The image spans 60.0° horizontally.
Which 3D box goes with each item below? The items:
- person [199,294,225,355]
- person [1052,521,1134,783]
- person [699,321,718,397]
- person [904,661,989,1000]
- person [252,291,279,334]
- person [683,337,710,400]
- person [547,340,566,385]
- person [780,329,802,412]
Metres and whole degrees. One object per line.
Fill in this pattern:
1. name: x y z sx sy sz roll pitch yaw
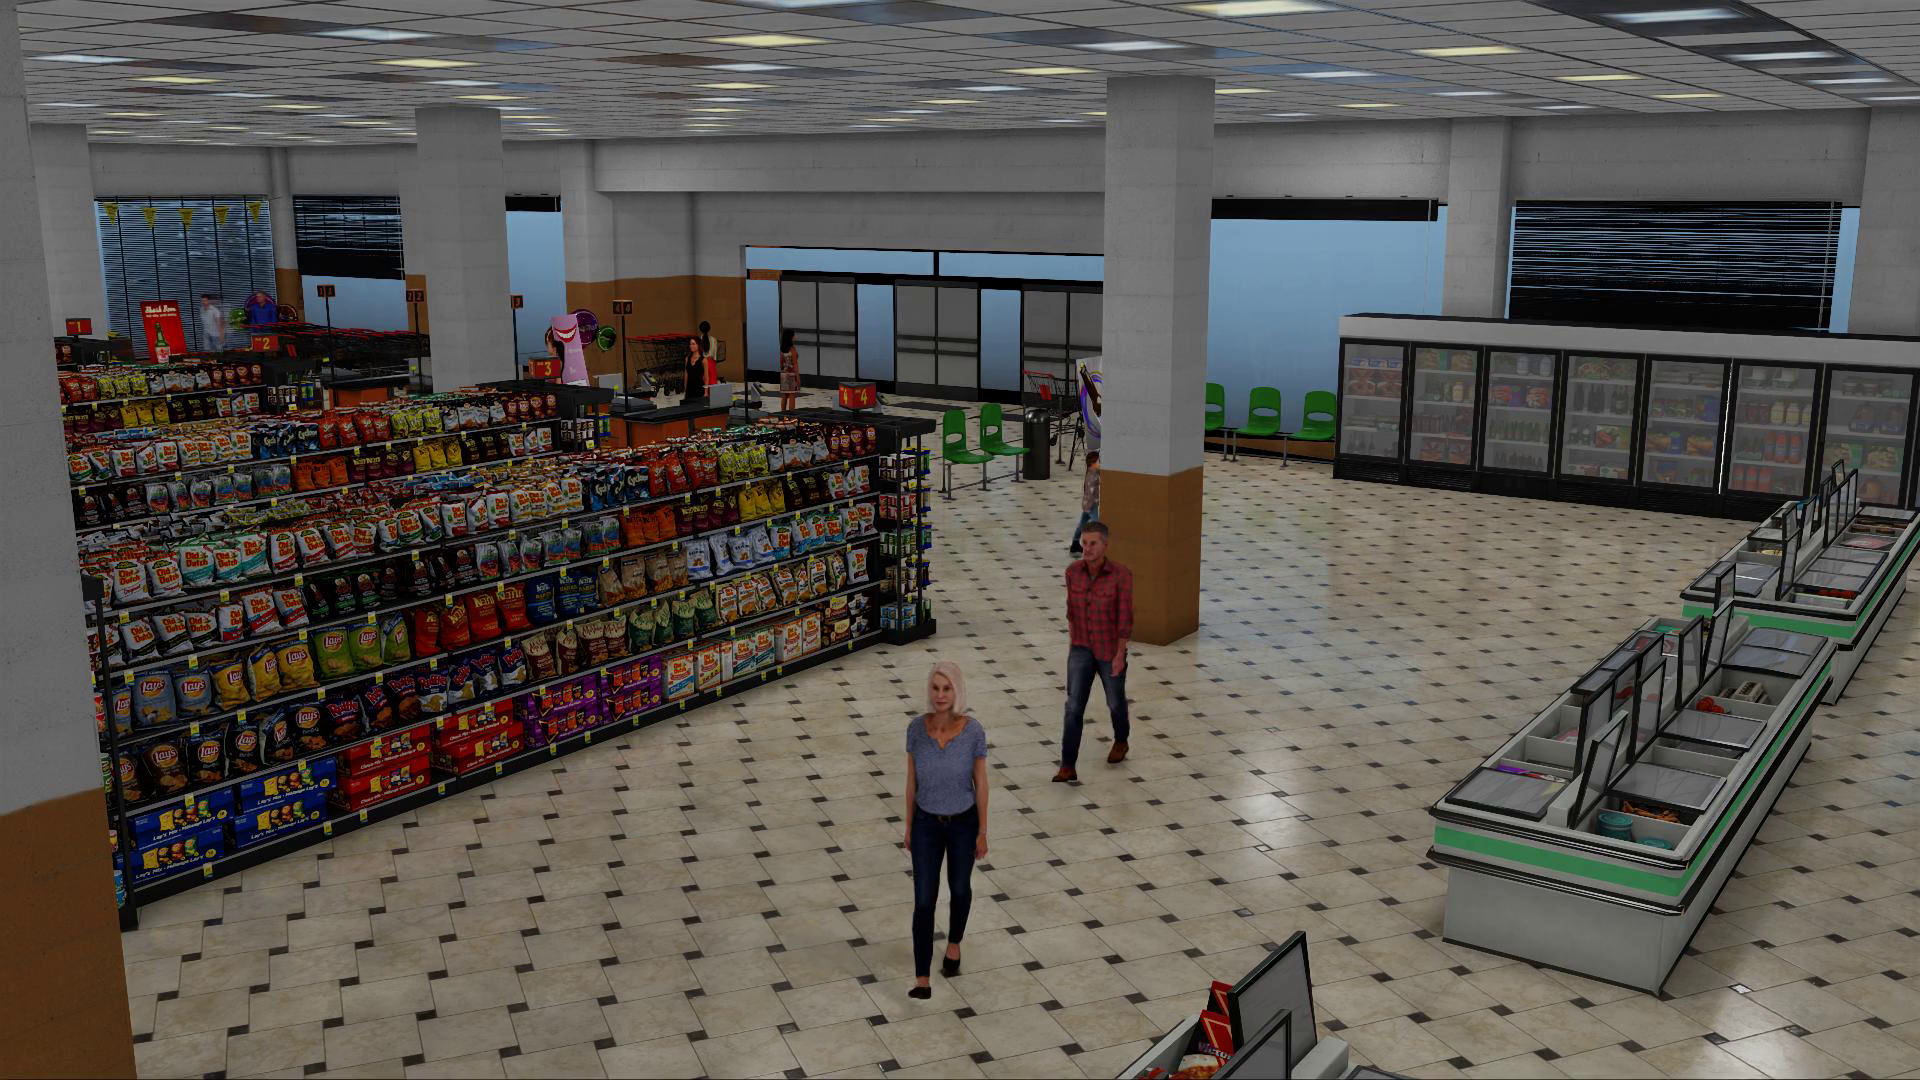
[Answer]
1. person: -16.201 -4.419 36.158 1.024 1.799 1.292 2 12 9
2. person: 1.008 0.763 11.581 0.827 1.785 1.235 6 13 25
3. person: -4.447 -2.947 29.181 0.598 1.793 0.732 -7 14 -31
4. person: -0.055 1.447 8.569 0.921 1.687 1.132 1 12 7
5. person: -15.602 -4.689 37.374 0.803 1.826 0.771 1 12 4
6. person: -4.035 -2.206 25.559 0.618 1.834 0.572 6 13 26
7. person: -6.363 -2.299 26.260 0.729 1.727 0.709 -5 13 -24
8. person: -3.006 -2.886 29.248 0.600 1.645 0.693 -11 16 -42
